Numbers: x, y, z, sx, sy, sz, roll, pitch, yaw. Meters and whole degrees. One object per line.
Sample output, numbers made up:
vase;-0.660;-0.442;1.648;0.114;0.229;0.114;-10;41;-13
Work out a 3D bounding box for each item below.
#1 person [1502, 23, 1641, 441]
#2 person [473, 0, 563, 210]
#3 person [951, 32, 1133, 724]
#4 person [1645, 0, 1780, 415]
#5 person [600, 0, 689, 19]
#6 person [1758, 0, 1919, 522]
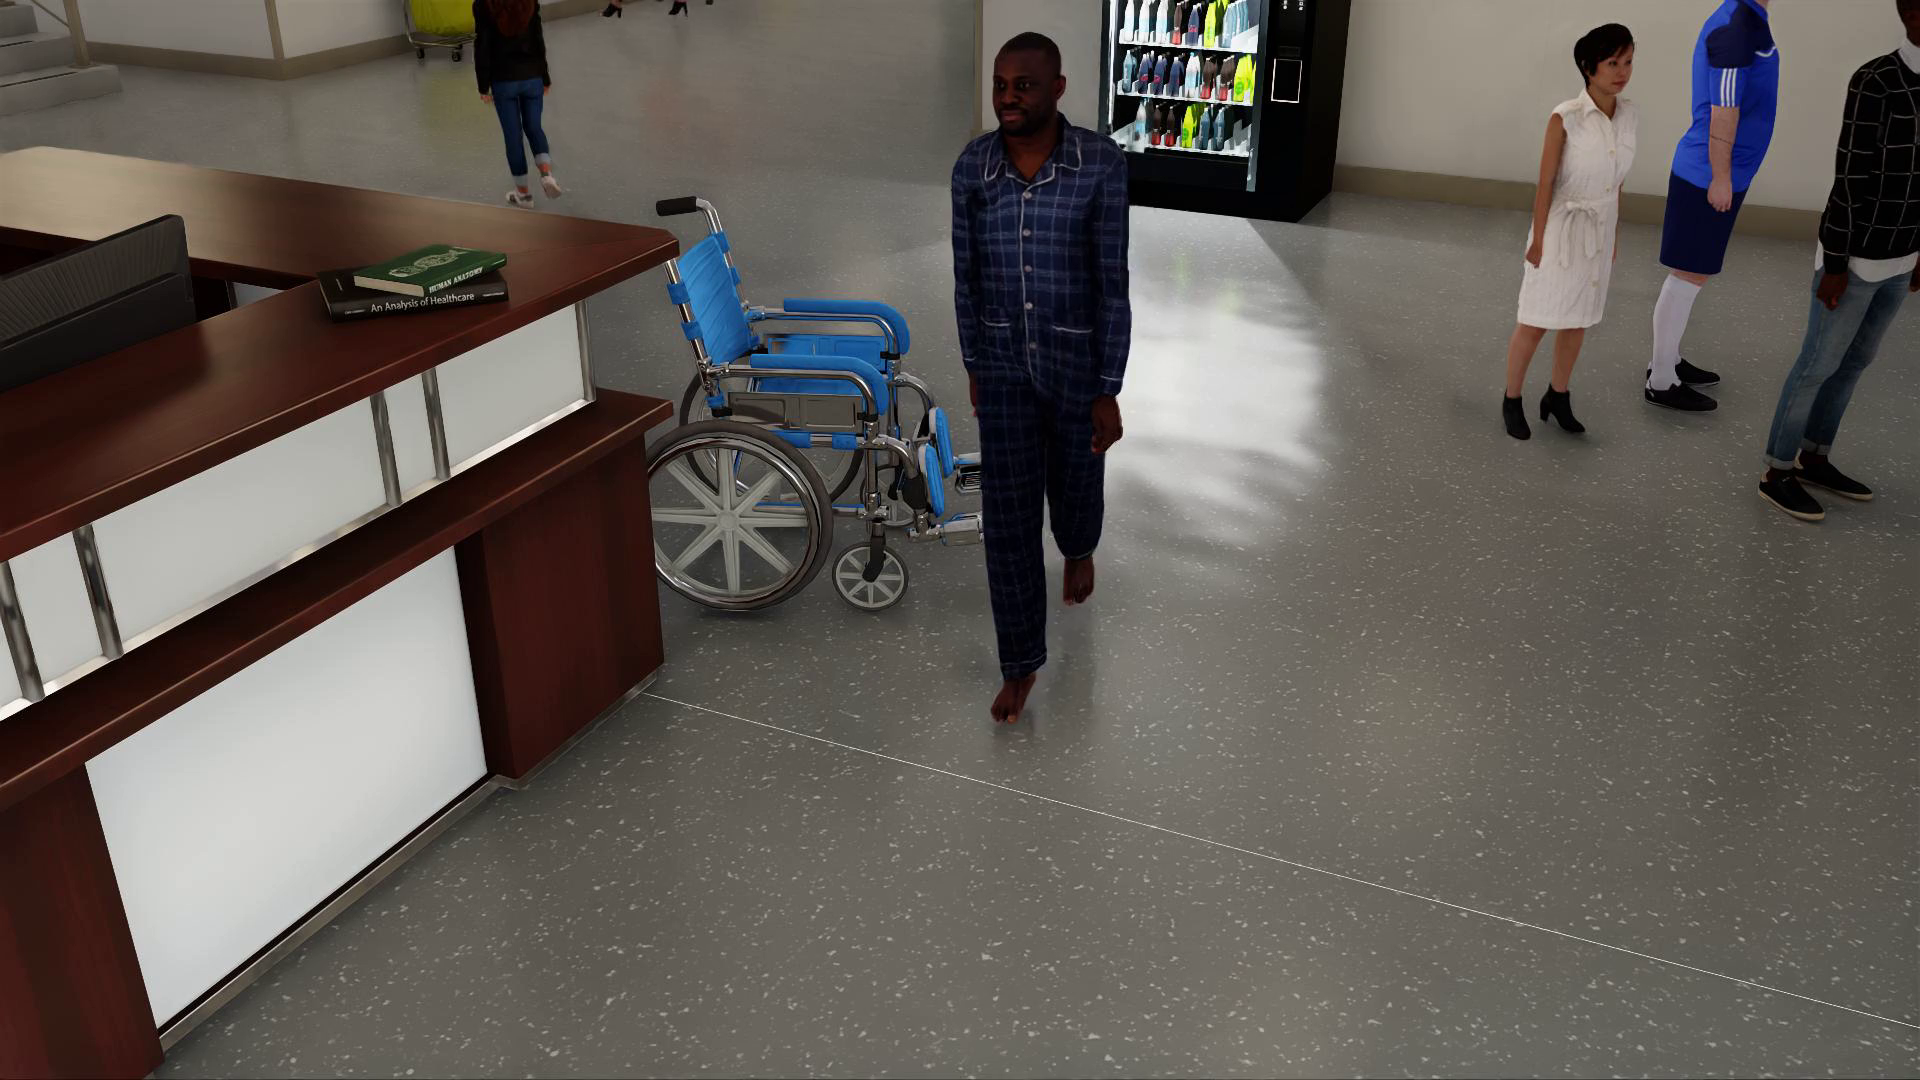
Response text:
person;2.309;-1.151;6.278;0.645;1.555;0.702;-10;27;-19
person;-2.467;-2.587;9.350;0.715;1.473;0.776;-18;31;-32
person;0.260;-0.468;4.601;1.160;1.781;0.891;5;26;10
person;2.972;-1.441;6.549;0.549;1.842;0.659;12;28;23
person;-2.920;-5.763;15.676;1.140;1.699;0.903;0;26;0
person;3.066;-0.991;5.641;0.746;1.820;0.752;-15;30;-29
